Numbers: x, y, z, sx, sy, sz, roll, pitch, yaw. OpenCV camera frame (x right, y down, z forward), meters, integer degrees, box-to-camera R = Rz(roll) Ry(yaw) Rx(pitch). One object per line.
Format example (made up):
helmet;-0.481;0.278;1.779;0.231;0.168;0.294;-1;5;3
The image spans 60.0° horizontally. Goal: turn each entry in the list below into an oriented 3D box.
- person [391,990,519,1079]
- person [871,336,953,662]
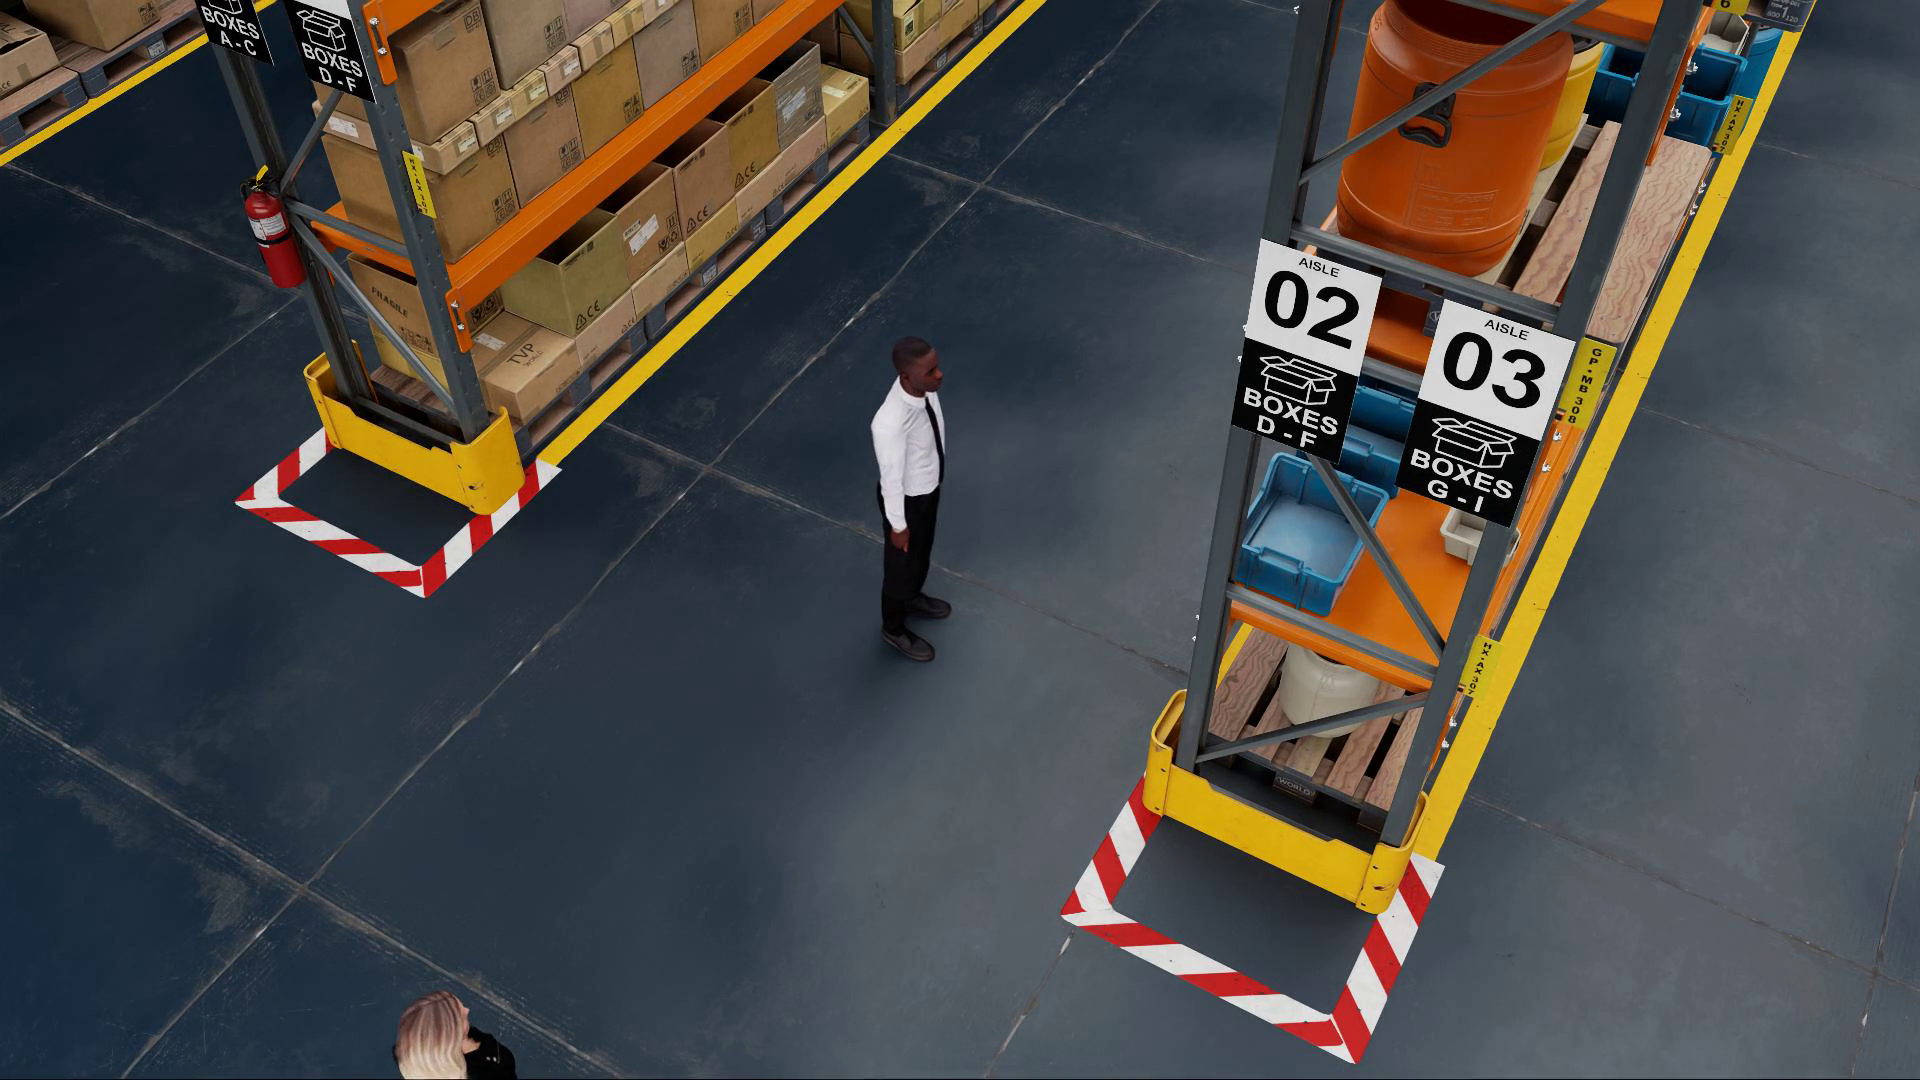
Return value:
person;-1.617;2.014;5.624;0.594;1.686;0.515;23;51;20
person;-0.226;-0.208;7.577;0.741;1.835;0.541;13;49;12
